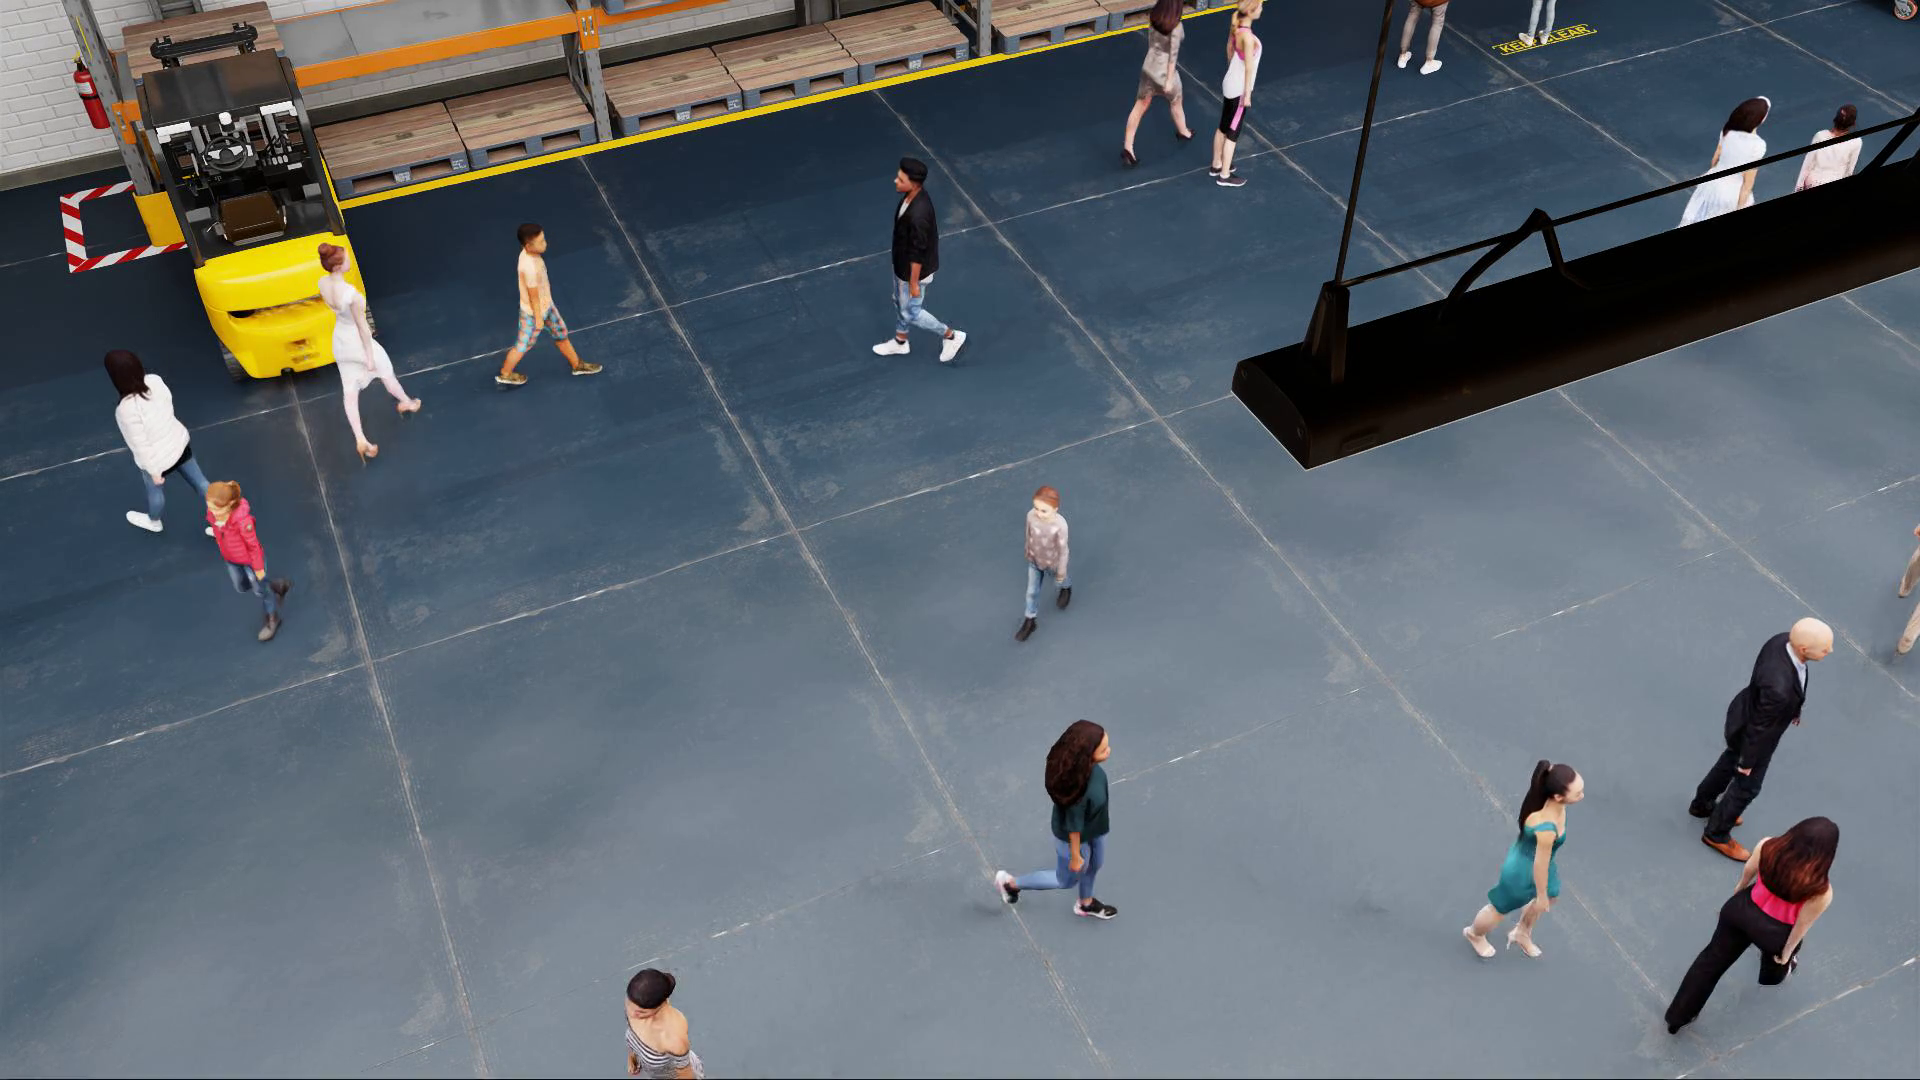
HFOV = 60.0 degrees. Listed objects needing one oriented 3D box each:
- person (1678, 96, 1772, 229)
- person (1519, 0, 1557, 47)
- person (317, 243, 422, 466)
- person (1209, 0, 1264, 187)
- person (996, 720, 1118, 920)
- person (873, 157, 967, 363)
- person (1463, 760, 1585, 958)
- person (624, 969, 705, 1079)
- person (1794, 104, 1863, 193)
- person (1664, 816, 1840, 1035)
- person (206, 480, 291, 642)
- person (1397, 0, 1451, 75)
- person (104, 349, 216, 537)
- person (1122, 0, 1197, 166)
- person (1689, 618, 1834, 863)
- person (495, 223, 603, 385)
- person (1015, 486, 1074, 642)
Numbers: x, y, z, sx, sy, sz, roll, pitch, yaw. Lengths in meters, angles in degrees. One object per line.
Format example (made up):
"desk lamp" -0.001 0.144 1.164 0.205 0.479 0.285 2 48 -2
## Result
"person" 6.039 -2.666 13.347 1.193 1.772 0.788 -26 50 -25
"person" 5.956 -5.648 16.815 0.526 1.305 0.649 -5 44 -6
"person" -4.404 -1.301 11.920 0.902 1.763 1.019 20 47 20
"person" 2.443 -3.996 14.732 0.587 1.786 0.655 -9 44 -10
"person" 0.551 1.565 9.031 1.023 1.599 0.894 6 44 7
"person" -0.290 -2.125 12.764 1.086 1.793 0.911 -3 44 -3
"person" 2.922 1.717 8.821 0.810 1.669 0.750 15 46 16
"person" -1.278 2.502 7.894 0.692 1.810 0.701 -32 52 -29
"person" 7.215 -2.960 13.909 0.853 1.420 1.041 26 49 25
"person" 4.065 2.027 8.544 1.177 1.602 0.738 -27 50 -25
"person" -4.599 0.073 10.813 0.701 1.300 0.765 17 46 17
"person" 4.611 -5.471 16.244 0.834 1.837 0.858 29 51 27
"person" -5.342 -0.602 11.309 1.145 1.593 1.024 9 44 9
"person" 1.730 -4.134 14.952 1.188 1.683 0.786 -28 50 -26
"person" 4.483 1.044 9.437 0.889 1.792 0.816 18 46 18
"person" -3.301 -1.759 12.646 1.093 1.425 0.748 -6 44 -7
"person" 0.598 0.086 10.890 0.771 1.175 0.905 22 48 21
